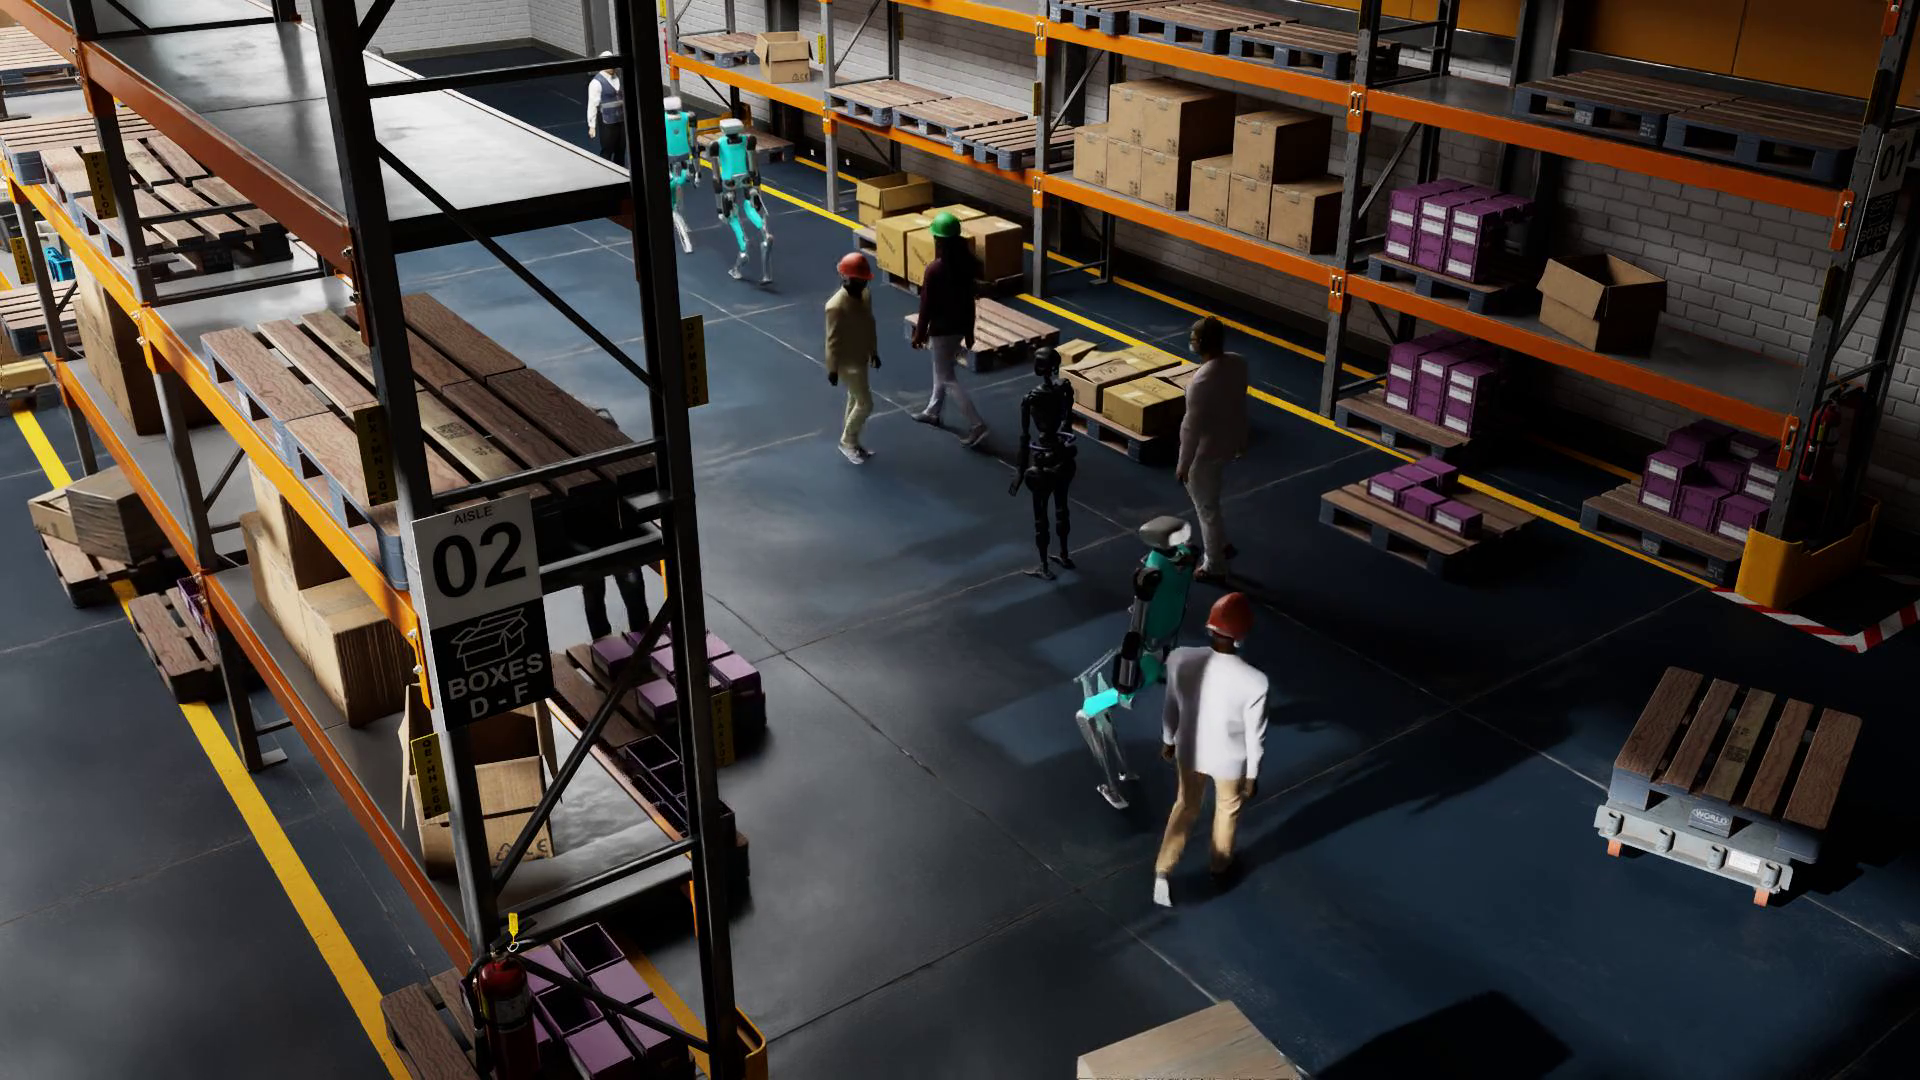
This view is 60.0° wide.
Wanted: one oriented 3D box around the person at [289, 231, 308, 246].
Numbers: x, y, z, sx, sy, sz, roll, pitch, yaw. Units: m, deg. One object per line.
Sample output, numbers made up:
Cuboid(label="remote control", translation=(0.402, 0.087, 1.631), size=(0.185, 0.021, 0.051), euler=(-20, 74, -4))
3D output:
Cuboid(label="person", translation=(-6.314, -2.618, 15.682), size=(0.287, 1.629, 0.498), euler=(13, 29, 24))

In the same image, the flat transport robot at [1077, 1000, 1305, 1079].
Cuboid(label="flat transport robot", translation=(0.868, 2.888, 6.244), size=(1.431, 0.231, 0.659), euler=(-13, 29, -24))

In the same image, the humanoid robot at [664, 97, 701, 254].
Cuboid(label="humanoid robot", translation=(-3.223, -4.136, 18.648), size=(0.547, 1.757, 1.023), euler=(-11, 29, -20))

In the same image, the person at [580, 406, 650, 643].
Cuboid(label="person", translation=(-2.128, 0.075, 10.126), size=(0.510, 1.813, 0.846), euler=(-14, 30, -25))

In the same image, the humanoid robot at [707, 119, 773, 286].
Cuboid(label="humanoid robot", translation=(-2.192, -3.412, 17.193), size=(0.546, 1.771, 1.037), euler=(-16, 31, -28))

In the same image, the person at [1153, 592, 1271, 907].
Cuboid(label="person", translation=(1.245, 1.052, 8.260), size=(0.574, 1.728, 0.669), euler=(15, 30, 27))

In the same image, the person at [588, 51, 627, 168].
Cuboid(label="person", translation=(-4.294, -5.148, 20.566), size=(0.444, 1.756, 0.770), euler=(19, 32, 32))

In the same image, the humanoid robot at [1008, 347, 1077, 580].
Cuboid(label="humanoid robot", translation=(0.597, -0.539, 11.475), size=(0.315, 1.657, 0.599), euler=(23, 35, 38))

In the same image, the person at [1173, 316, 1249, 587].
Cuboid(label="person", translation=(1.701, -0.598, 11.333), size=(0.503, 1.921, 0.671), euler=(18, 32, 31))

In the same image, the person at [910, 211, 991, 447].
Cuboid(label="person", translation=(-0.068, -1.726, 13.599), size=(0.937, 1.916, 0.504), euler=(22, 34, 36))

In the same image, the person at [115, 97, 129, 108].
Cuboid(label="person", translation=(-10.565, -5.437, 20.888), size=(0.388, 1.991, 0.611), euler=(-10, 28, -20))

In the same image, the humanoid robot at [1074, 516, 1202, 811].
Cuboid(label="humanoid robot", translation=(0.885, 0.641, 9.064), size=(0.709, 1.761, 0.551), euler=(19, 32, 33))

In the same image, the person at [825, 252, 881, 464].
Cuboid(label="person", translation=(-0.812, -1.441, 13.216), size=(0.416, 1.733, 0.576), euler=(10, 29, 20))

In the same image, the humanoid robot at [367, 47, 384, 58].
Cuboid(label="humanoid robot", translation=(-7.464, -5.562, 21.533), size=(0.763, 1.626, 0.612), euler=(-13, 30, -25))
